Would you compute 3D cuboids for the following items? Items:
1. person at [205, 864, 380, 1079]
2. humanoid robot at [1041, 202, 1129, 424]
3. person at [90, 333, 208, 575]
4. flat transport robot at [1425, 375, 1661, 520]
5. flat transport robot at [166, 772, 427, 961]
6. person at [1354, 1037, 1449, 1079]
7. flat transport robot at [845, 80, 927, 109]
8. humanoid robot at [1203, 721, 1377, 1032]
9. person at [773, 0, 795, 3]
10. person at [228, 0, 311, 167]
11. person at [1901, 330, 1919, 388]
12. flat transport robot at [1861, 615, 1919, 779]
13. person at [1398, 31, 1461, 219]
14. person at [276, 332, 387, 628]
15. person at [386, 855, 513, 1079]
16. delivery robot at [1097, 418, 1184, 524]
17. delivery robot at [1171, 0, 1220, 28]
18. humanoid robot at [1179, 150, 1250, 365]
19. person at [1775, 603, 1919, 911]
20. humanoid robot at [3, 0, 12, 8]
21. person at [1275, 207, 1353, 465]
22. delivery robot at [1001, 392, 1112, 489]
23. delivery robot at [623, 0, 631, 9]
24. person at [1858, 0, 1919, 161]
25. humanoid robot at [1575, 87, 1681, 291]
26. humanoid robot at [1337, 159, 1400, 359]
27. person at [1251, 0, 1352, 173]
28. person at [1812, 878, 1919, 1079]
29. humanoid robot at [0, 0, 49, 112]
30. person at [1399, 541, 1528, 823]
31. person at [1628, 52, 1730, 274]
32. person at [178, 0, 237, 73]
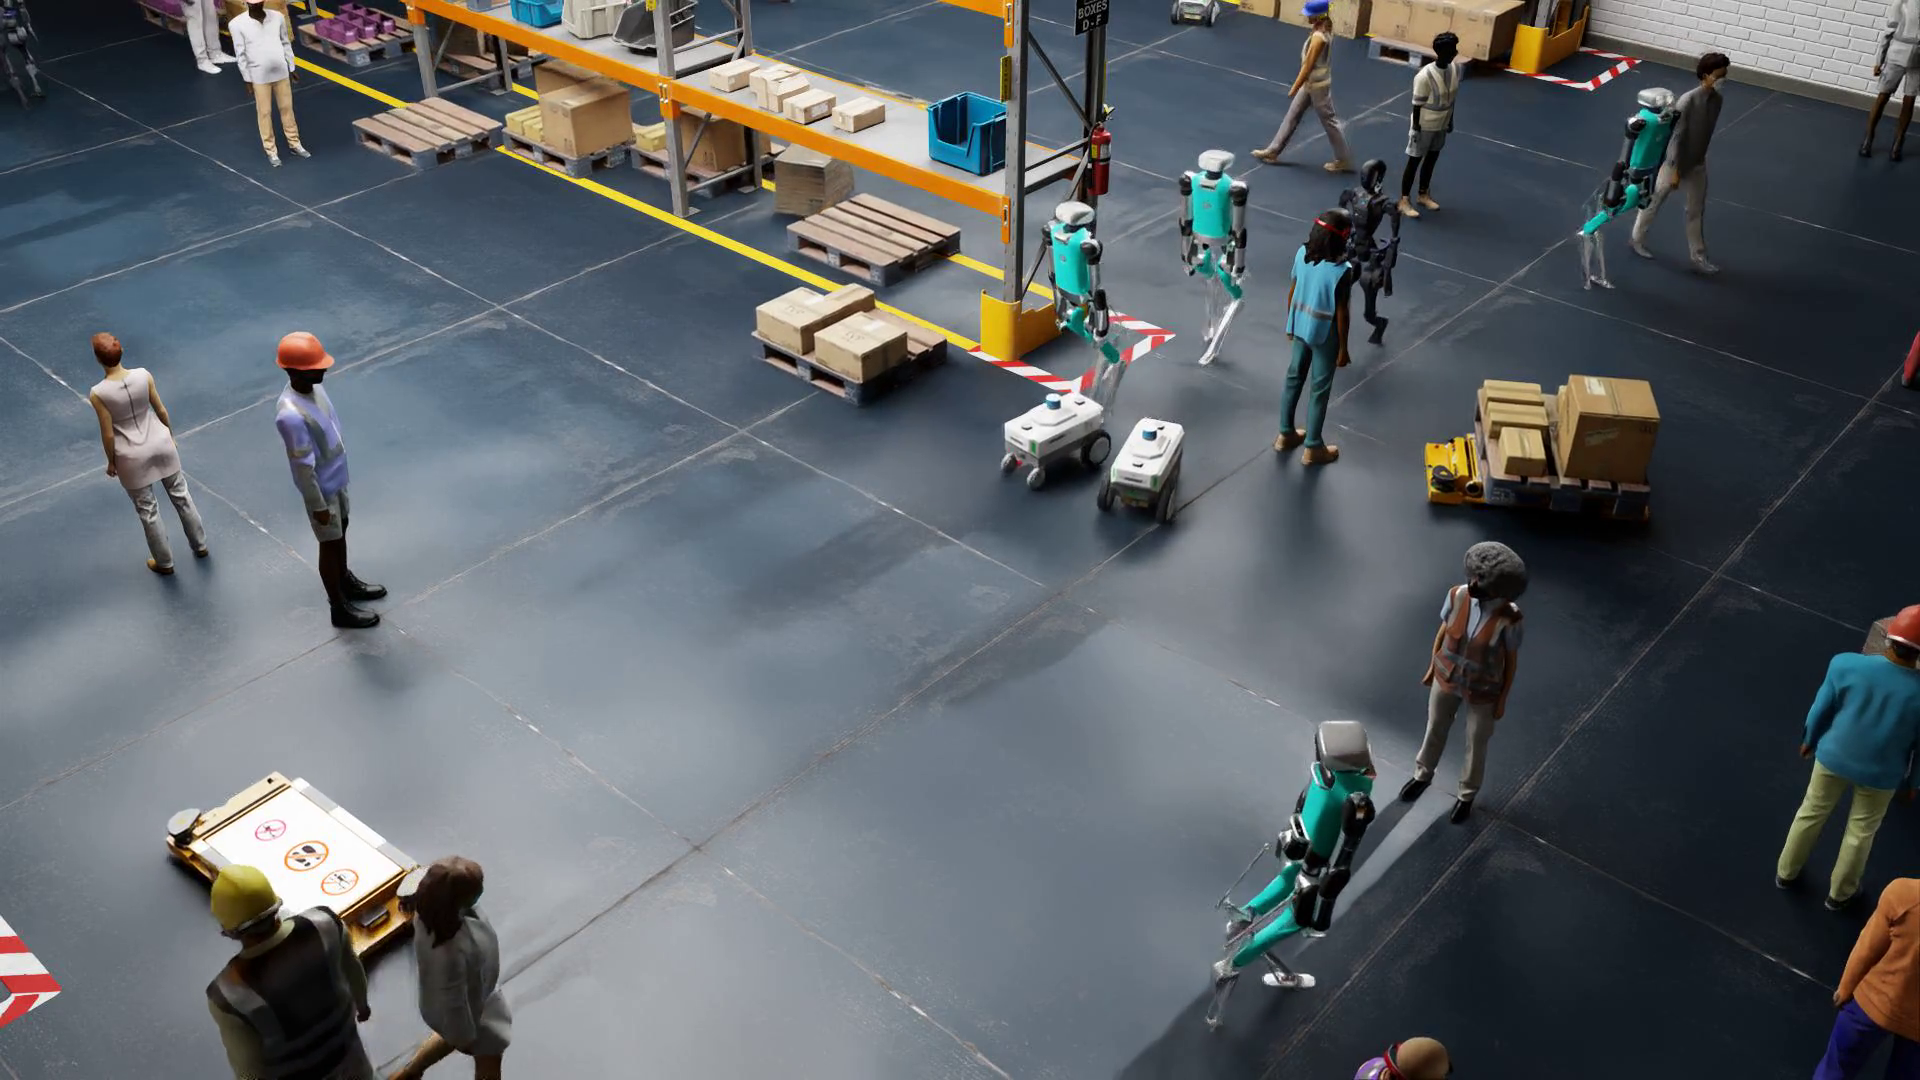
[{"bbox_3d":[-2.569,1.998,6.590,0.862,1.787,0.617,24,41,30],"label":"person"},{"bbox_3d":[0.971,-1.598,11.874,0.775,1.822,0.541,-24,41,-31],"label":"humanoid robot"},{"bbox_3d":[-5.097,-0.541,10.366,0.284,1.661,0.451,26,42,32],"label":"person"},{"bbox_3d":[3.957,-0.439,11.447,1.431,0.231,0.659,6,35,8],"label":"flat transport robot"},{"bbox_3d":[-3.343,1.646,8.426,1.431,0.231,0.659,24,41,31],"label":"flat transport robot"},{"bbox_3d":[1.539,2.399,6.087,0.347,1.687,0.492,-10,36,-14],"label":"person"},{"bbox_3d":[-0.920,-4.465,17.279,1.431,0.231,0.659,24,41,30],"label":"flat transport robot"},{"bbox_3d":[1.312,1.544,7.350,0.838,1.813,0.552,-3,35,-4],"label":"humanoid robot"},{"bbox_3d":[-2.459,-7.451,20.325,0.926,1.713,0.527,11,36,15],"label":"person"},{"bbox_3d":[-6.651,-4.509,16.034,0.563,1.752,0.335,-29,44,-35],"label":"person"},{"bbox_3d":[7.403,-1.906,12.272,0.521,1.752,0.371,29,44,35],"label":"person"},{"bbox_3d":[5.569,1.252,8.996,0.659,0.231,1.431,-12,36,-17],"label":"flat transport robot"},{"bbox_3d":[4.244,-3.746,14.985,0.533,1.691,0.319,-22,40,-29],"label":"person"},{"bbox_3d":[-3.743,-0.363,9.871,0.376,1.932,0.550,-3,35,-5],"label":"person"},{"bbox_3d":[-2.138,1.889,6.858,0.583,1.641,0.541,-8,35,-11],"label":"person"},{"bbox_3d":[1.264,-0.491,11.281,0.499,0.608,0.801,13,37,17],"label":"delivery robot"},{"bbox_3d":[2.860,-6.480,19.963,0.518,0.614,0.785,11,36,15],"label":"delivery robot"},{"bbox_3d":[2.024,-2.220,12.758,0.530,1.782,0.841,19,39,25],"label":"humanoid robot"},{"bbox_3d":[4.353,1.037,8.002,0.571,1.746,0.345,25,42,32],"label":"person"},{"bbox_3d":[-11.567,-7.019,19.693,0.560,1.739,1.031,-15,37,-21],"label":"humanoid robot"},{"bbox_3d":[2.445,-1.395,11.424,0.371,1.865,0.542,-23,41,-30],"label":"person"},{"bbox_3d":[0.658,-0.749,11.636,0.773,0.586,0.499,-27,43,-33],"label":"delivery robot"},{"bbox_3d":[-4.449,-6.746,20.349,0.811,0.613,0.499,14,37,20],"label":"delivery robot"},{"bbox_3d":[9.148,-4.629,16.063,0.549,1.922,0.387,15,37,20],"label":"person"},{"bbox_3d":[5.395,-2.886,13.737,0.533,1.840,0.664,-18,38,-24],"label":"humanoid robot"},{"bbox_3d":[3.108,-2.160,12.727,0.608,1.636,0.701,26,42,33],"label":"humanoid robot"},{"bbox_3d":[3.379,-4.344,15.835,0.987,1.714,0.457,6,35,9],"label":"person"},{"bbox_3d":[3.783,1.854,6.629,0.518,1.974,0.398,19,39,25],"label":"person"},{"bbox_3d":[-9.948,-5.298,17.256,0.602,1.645,0.405,-13,37,-18],"label":"humanoid robot"},{"bbox_3d":[2.596,0.731,8.499,0.439,1.687,0.315,27,43,33],"label":"person"},{"bbox_3d":[6.143,-3.143,13.960,0.527,1.859,0.954,-12,36,-17],"label":"person"},{"bbox_3d":[-8.415,-6.086,18.201,0.403,1.895,0.681,-3,35,-4],"label":"person"}]
